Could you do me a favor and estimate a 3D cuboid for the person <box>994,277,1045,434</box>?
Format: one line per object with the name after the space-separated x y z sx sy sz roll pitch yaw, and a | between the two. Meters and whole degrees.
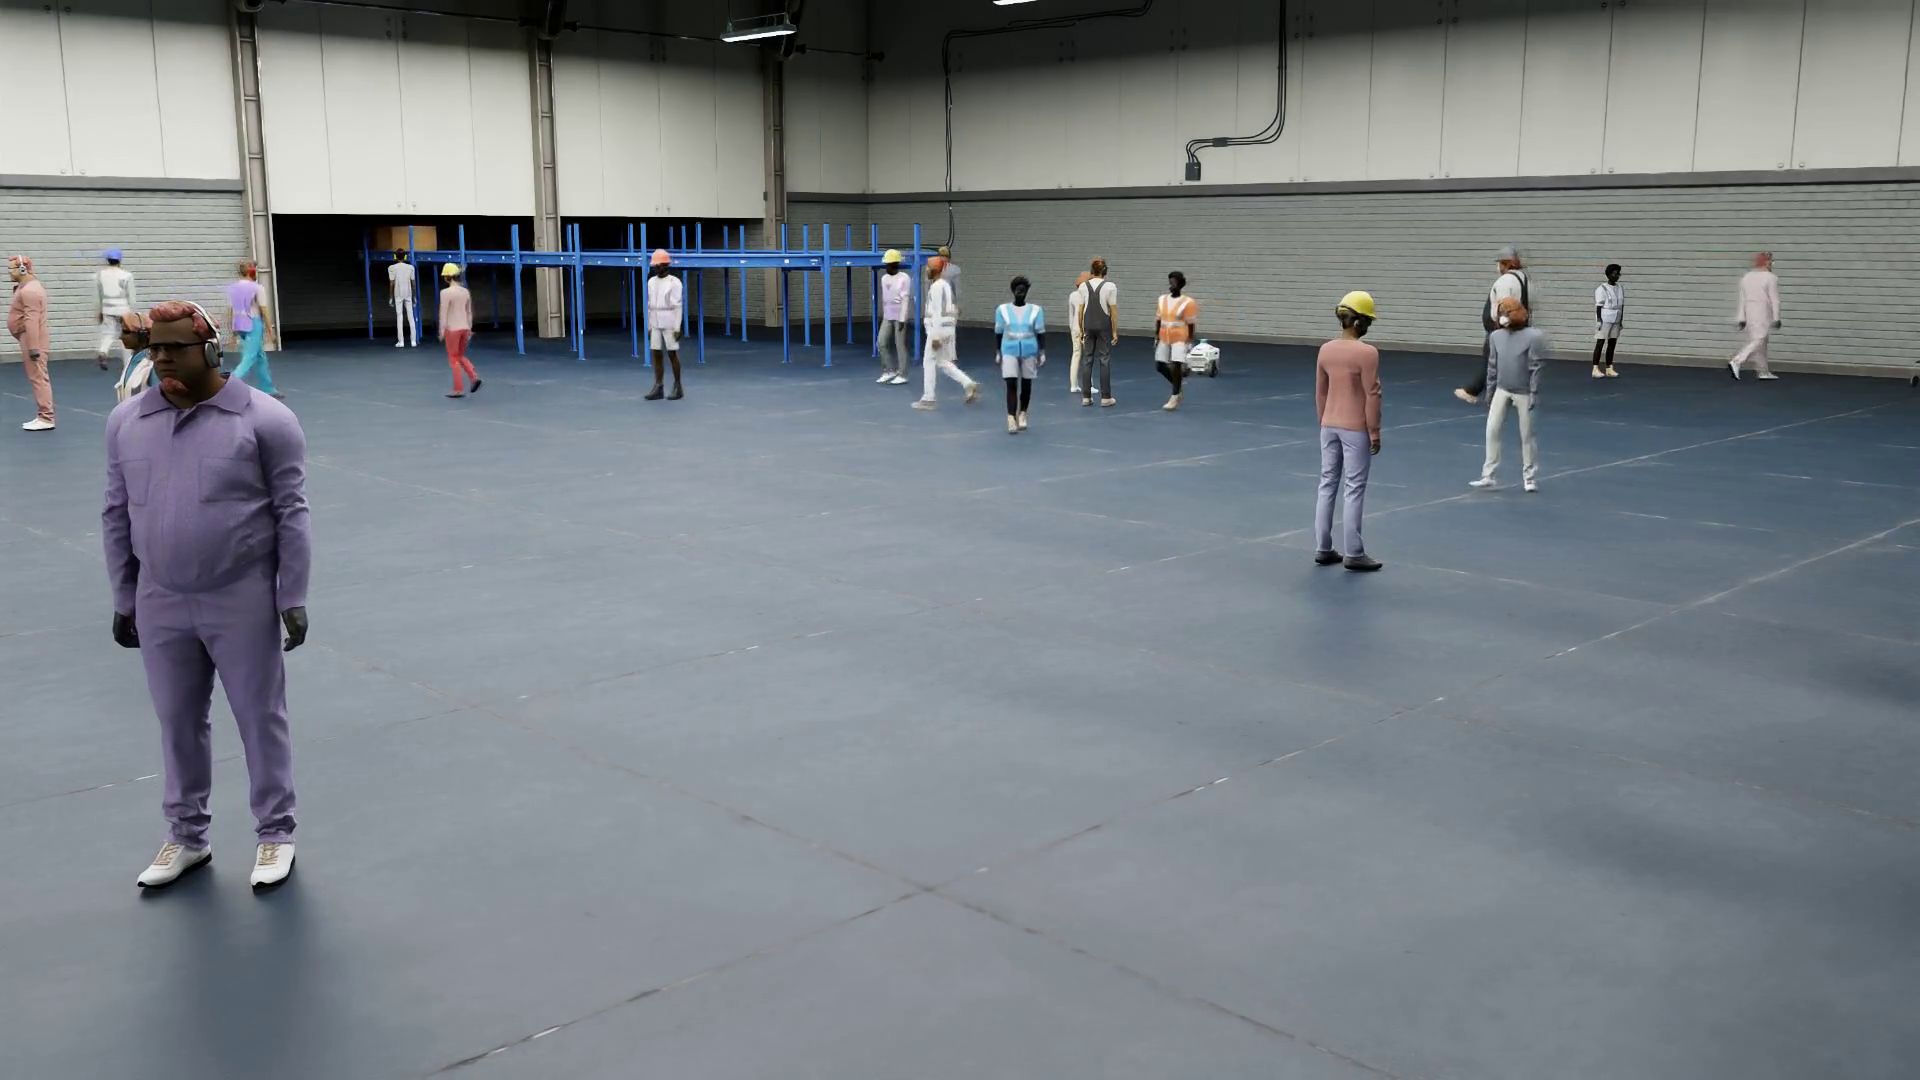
0.646 -2.014 18.019 0.542 1.674 0.713 -1 10 -3 | person

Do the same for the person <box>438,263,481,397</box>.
-6.610 -2.748 21.815 0.394 1.755 0.528 4 11 19 | person

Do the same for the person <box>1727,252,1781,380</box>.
11.643 -3.264 24.285 0.870 1.882 0.644 -2 11 -9 | person

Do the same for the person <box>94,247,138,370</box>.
-12.986 -3.523 25.557 0.614 1.925 0.676 0 10 -1 | person

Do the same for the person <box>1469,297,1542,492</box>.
4.581 -1.200 13.777 0.556 1.600 0.508 -9 14 -41 | person

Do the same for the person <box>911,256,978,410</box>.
-0.198 -2.525 20.298 0.743 1.866 0.582 2 11 13 | person

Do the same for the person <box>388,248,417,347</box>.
-10.608 -4.615 31.662 0.511 1.872 0.329 -6 12 -29 | person

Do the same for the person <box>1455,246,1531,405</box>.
6.780 -2.677 20.742 0.701 2.000 1.038 -10 14 -43 | person

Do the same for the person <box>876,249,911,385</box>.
-0.964 -3.157 23.625 0.591 1.905 0.587 9 14 40 | person

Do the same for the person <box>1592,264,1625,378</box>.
9.682 -3.270 24.821 0.532 1.689 0.322 -5 12 -26 | person

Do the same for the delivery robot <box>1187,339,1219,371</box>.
3.683 -2.793 25.172 0.477 0.478 0.707 4 11 23 | delivery robot

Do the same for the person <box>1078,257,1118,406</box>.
1.726 -2.602 20.761 0.524 1.846 0.353 4 11 23 | person

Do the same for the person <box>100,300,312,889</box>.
-2.438 0.187 5.376 0.654 1.906 0.407 0 10 0 | person

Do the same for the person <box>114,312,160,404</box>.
-5.041 -0.594 10.363 0.513 1.639 0.313 10 14 44 | person

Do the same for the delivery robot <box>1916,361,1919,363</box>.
13.855 -2.619 23.514 0.698 0.223 0.335 -4 11 -22 | delivery robot

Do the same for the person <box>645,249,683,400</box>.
-3.846 -2.792 21.545 0.546 1.938 0.359 6 12 29 | person

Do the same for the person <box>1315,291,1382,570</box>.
2.487 -0.698 10.605 0.320 1.763 0.522 -7 12 -32 | person

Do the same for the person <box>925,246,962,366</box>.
-0.258 -3.800 27.026 0.627 1.940 0.372 3 11 17 | person

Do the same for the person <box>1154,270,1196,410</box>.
2.640 -2.441 20.285 0.553 1.685 0.458 8 13 39 | person

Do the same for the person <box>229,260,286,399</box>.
-9.065 -2.653 21.160 0.566 1.809 0.942 7 12 32 | person

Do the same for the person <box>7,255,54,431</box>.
-10.175 -2.155 18.185 0.398 1.899 0.655 -5 12 -27 | person

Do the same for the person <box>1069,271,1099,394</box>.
1.675 -2.793 22.384 0.498 1.629 0.270 10 14 42 | person
